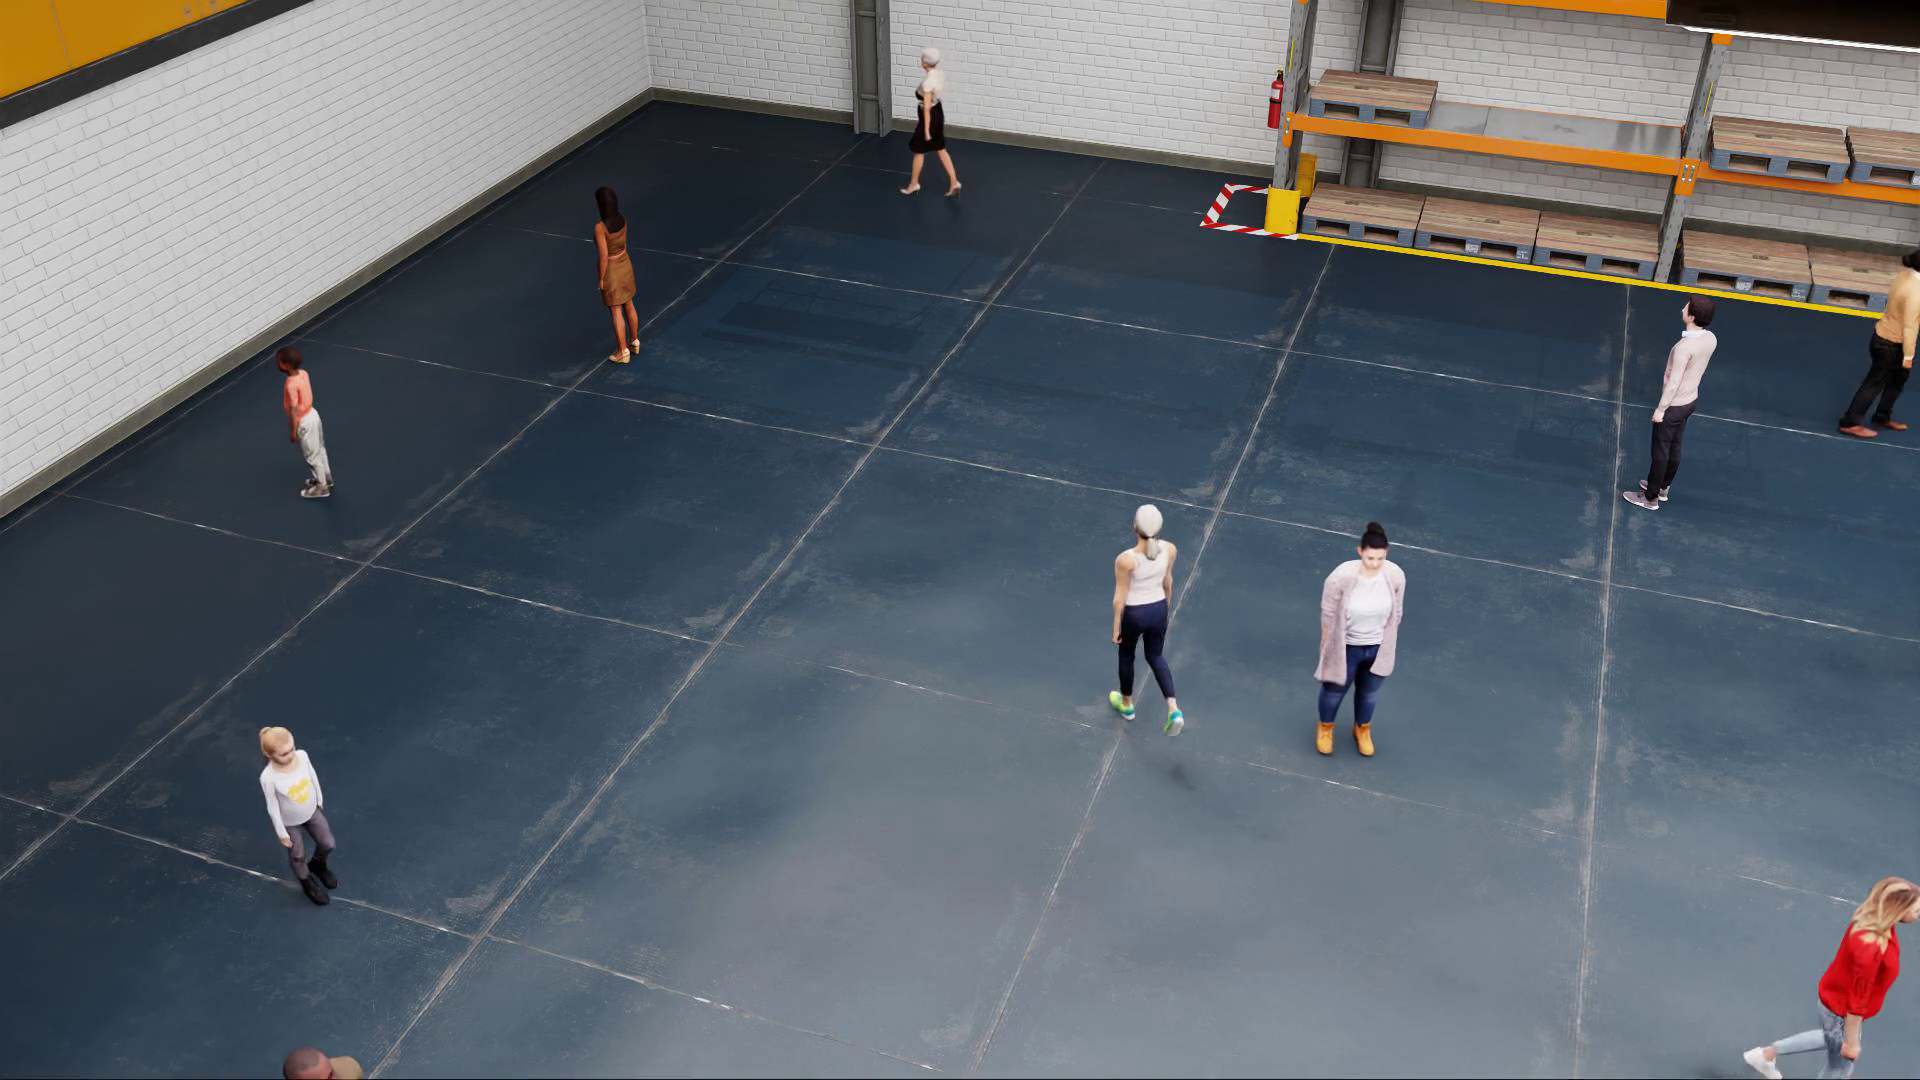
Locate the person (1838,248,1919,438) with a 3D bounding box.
[{"bbox_3d":[7.777,-1.667,14.023,0.774,1.738,0.667,11,35,17],"label":"person"}]

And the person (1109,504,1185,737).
[{"bbox_3d":[1.216,0.568,10.709,0.988,1.685,1.028,-13,36,-19],"label":"person"}]

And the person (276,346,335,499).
[{"bbox_3d":[-5.244,-0.956,13.339,0.568,1.311,0.535,1,34,1],"label":"person"}]

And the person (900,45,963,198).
[{"bbox_3d":[-0.242,-4.603,18.452,0.983,1.726,0.703,16,37,23],"label":"person"}]

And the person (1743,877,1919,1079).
[{"bbox_3d":[4.283,2.265,8.148,0.898,1.694,0.727,18,38,25],"label":"person"}]

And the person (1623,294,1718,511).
[{"bbox_3d":[5.632,-1.086,13.086,0.711,1.809,0.714,-25,41,-33],"label":"person"}]

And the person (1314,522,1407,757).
[{"bbox_3d":[2.531,0.619,10.579,0.705,1.743,0.831,-1,34,-2],"label":"person"}]

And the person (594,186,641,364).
[{"bbox_3d":[-3.150,-2.429,15.213,0.506,1.690,0.565,13,36,19],"label":"person"}]

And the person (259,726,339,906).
[{"bbox_3d":[-3.865,1.556,9.597,0.595,1.270,0.572,24,40,31],"label":"person"}]
